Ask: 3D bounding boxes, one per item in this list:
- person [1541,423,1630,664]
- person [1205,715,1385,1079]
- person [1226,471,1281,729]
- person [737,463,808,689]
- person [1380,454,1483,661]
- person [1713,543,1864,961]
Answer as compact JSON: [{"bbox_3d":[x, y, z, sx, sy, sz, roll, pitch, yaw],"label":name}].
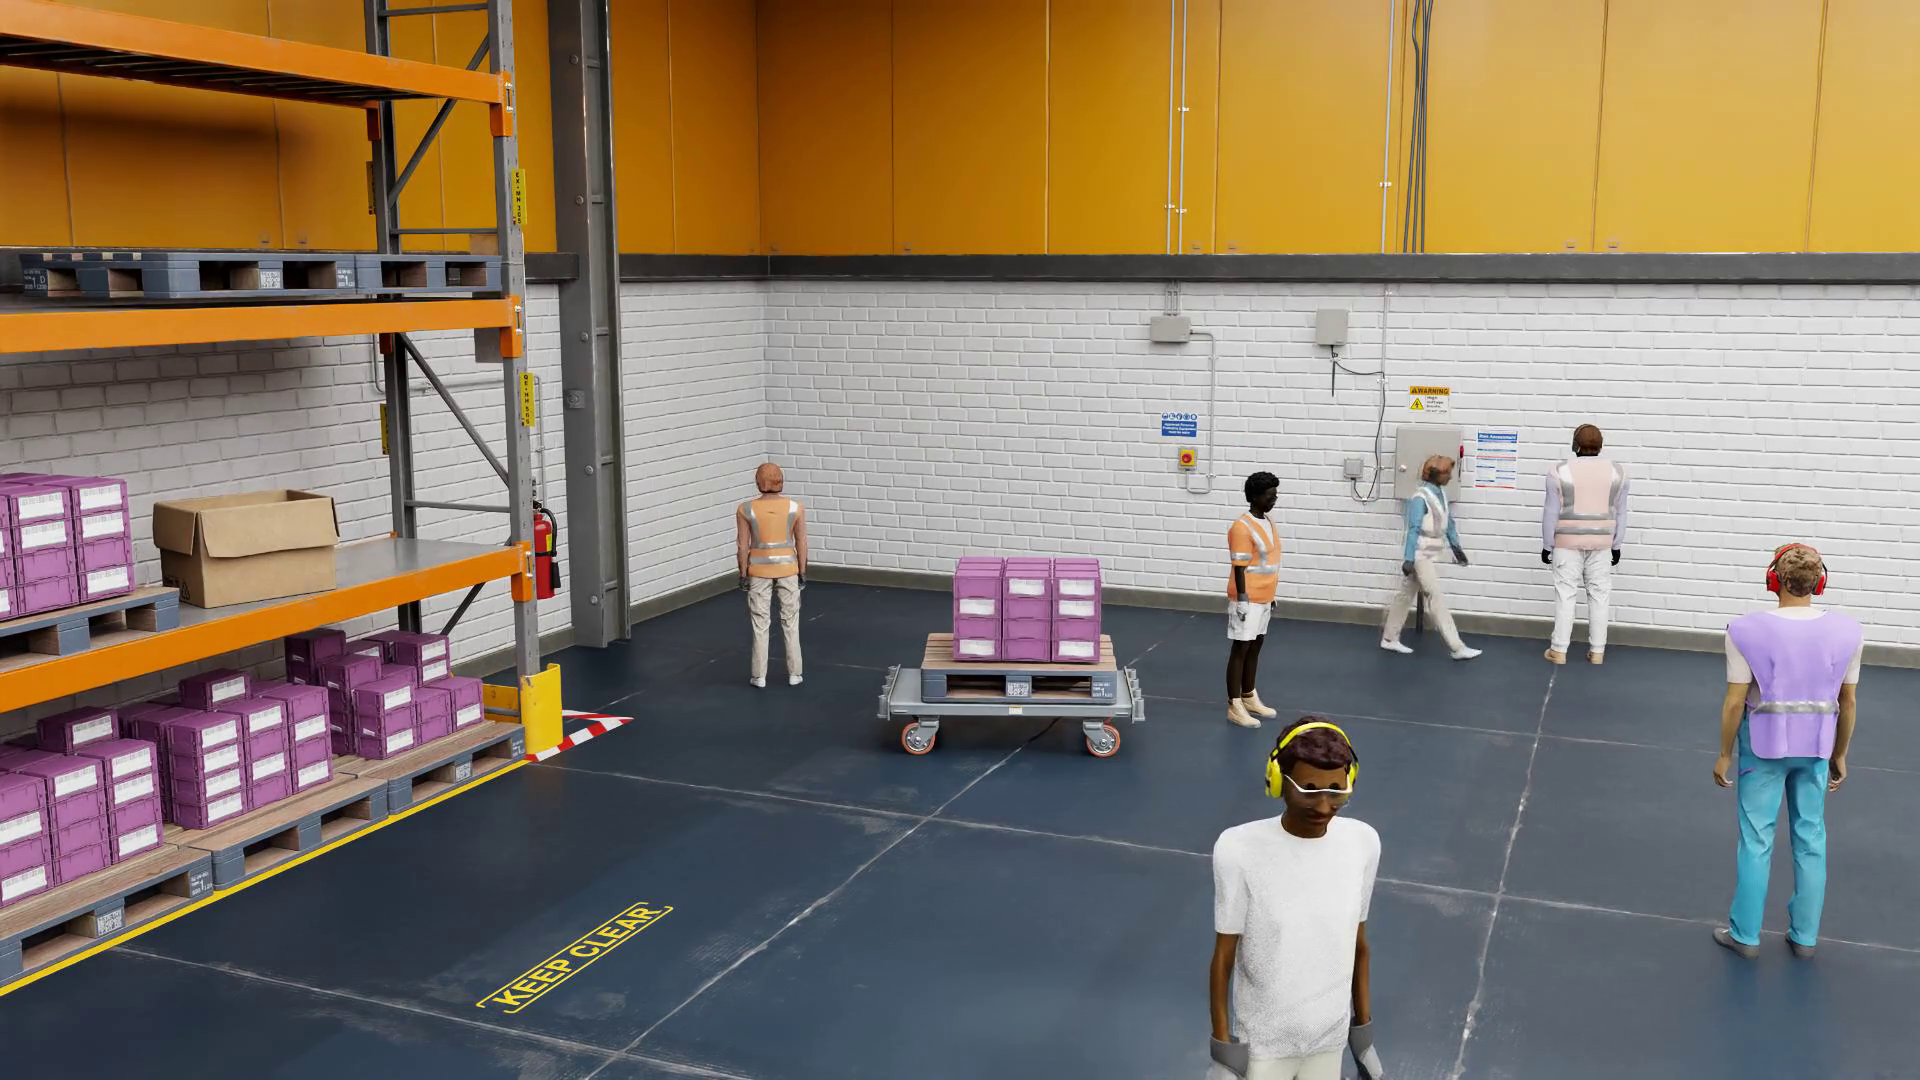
[{"bbox_3d":[4.737,0.035,12.671,0.625,1.846,0.429,1,9,4],"label":"person"},{"bbox_3d":[0.904,1.376,4.486,0.518,1.865,0.329,-3,10,-16],"label":"person"},{"bbox_3d":[1.948,0.382,11.018,0.320,1.693,0.531,6,11,33],"label":"person"},{"bbox_3d":[-1.342,0.258,11.937,0.510,1.639,0.308,-2,10,-11],"label":"person"},{"bbox_3d":[3.649,0.136,12.776,0.867,1.587,0.534,6,11,31],"label":"person"},{"bbox_3d":[3.583,0.931,7.229,0.565,1.846,0.390,1,9,3],"label":"person"}]
